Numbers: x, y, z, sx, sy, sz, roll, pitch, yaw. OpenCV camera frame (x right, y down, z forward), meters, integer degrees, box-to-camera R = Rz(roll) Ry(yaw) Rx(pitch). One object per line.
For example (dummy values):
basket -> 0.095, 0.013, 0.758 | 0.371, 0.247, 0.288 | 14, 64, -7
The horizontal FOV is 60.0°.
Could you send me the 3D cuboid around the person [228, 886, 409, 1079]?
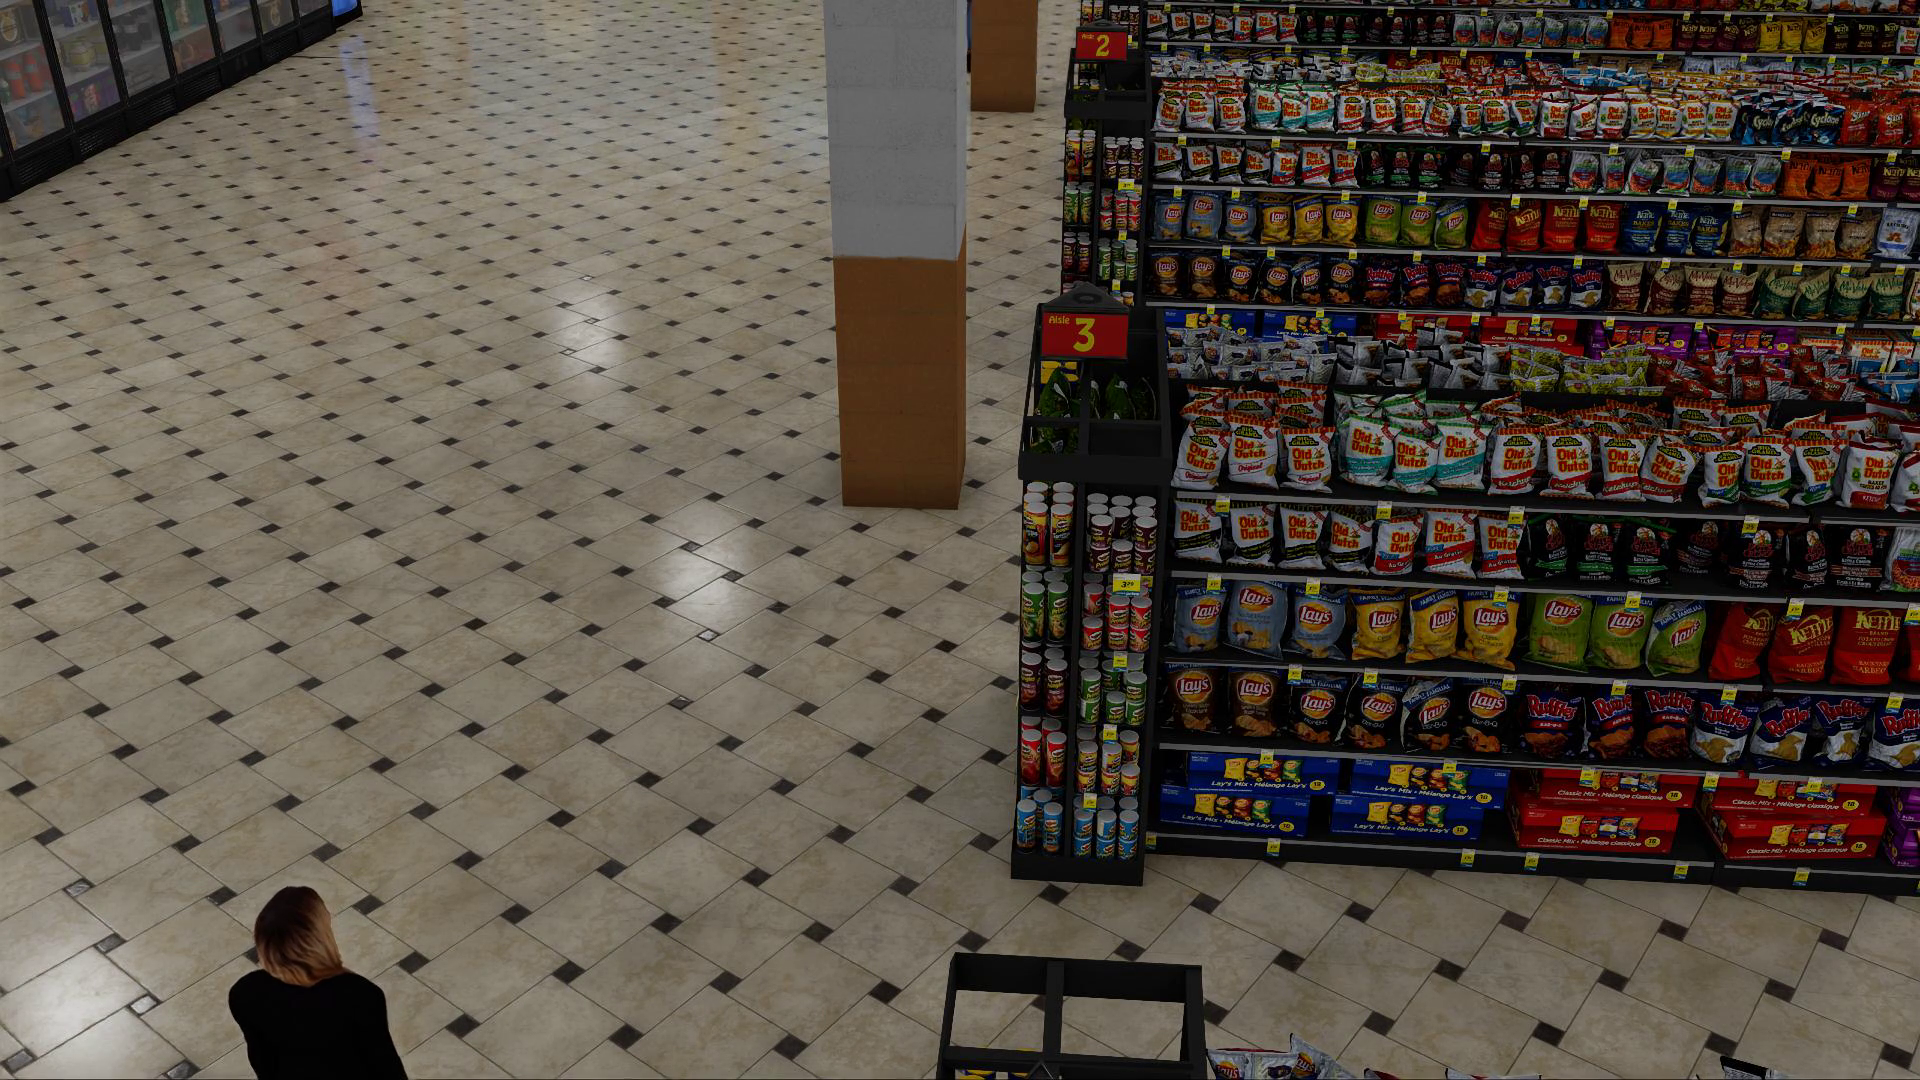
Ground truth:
person -> -1.783, 1.695, 4.761 | 0.476, 1.666, 0.638 | 3, 29, 6
